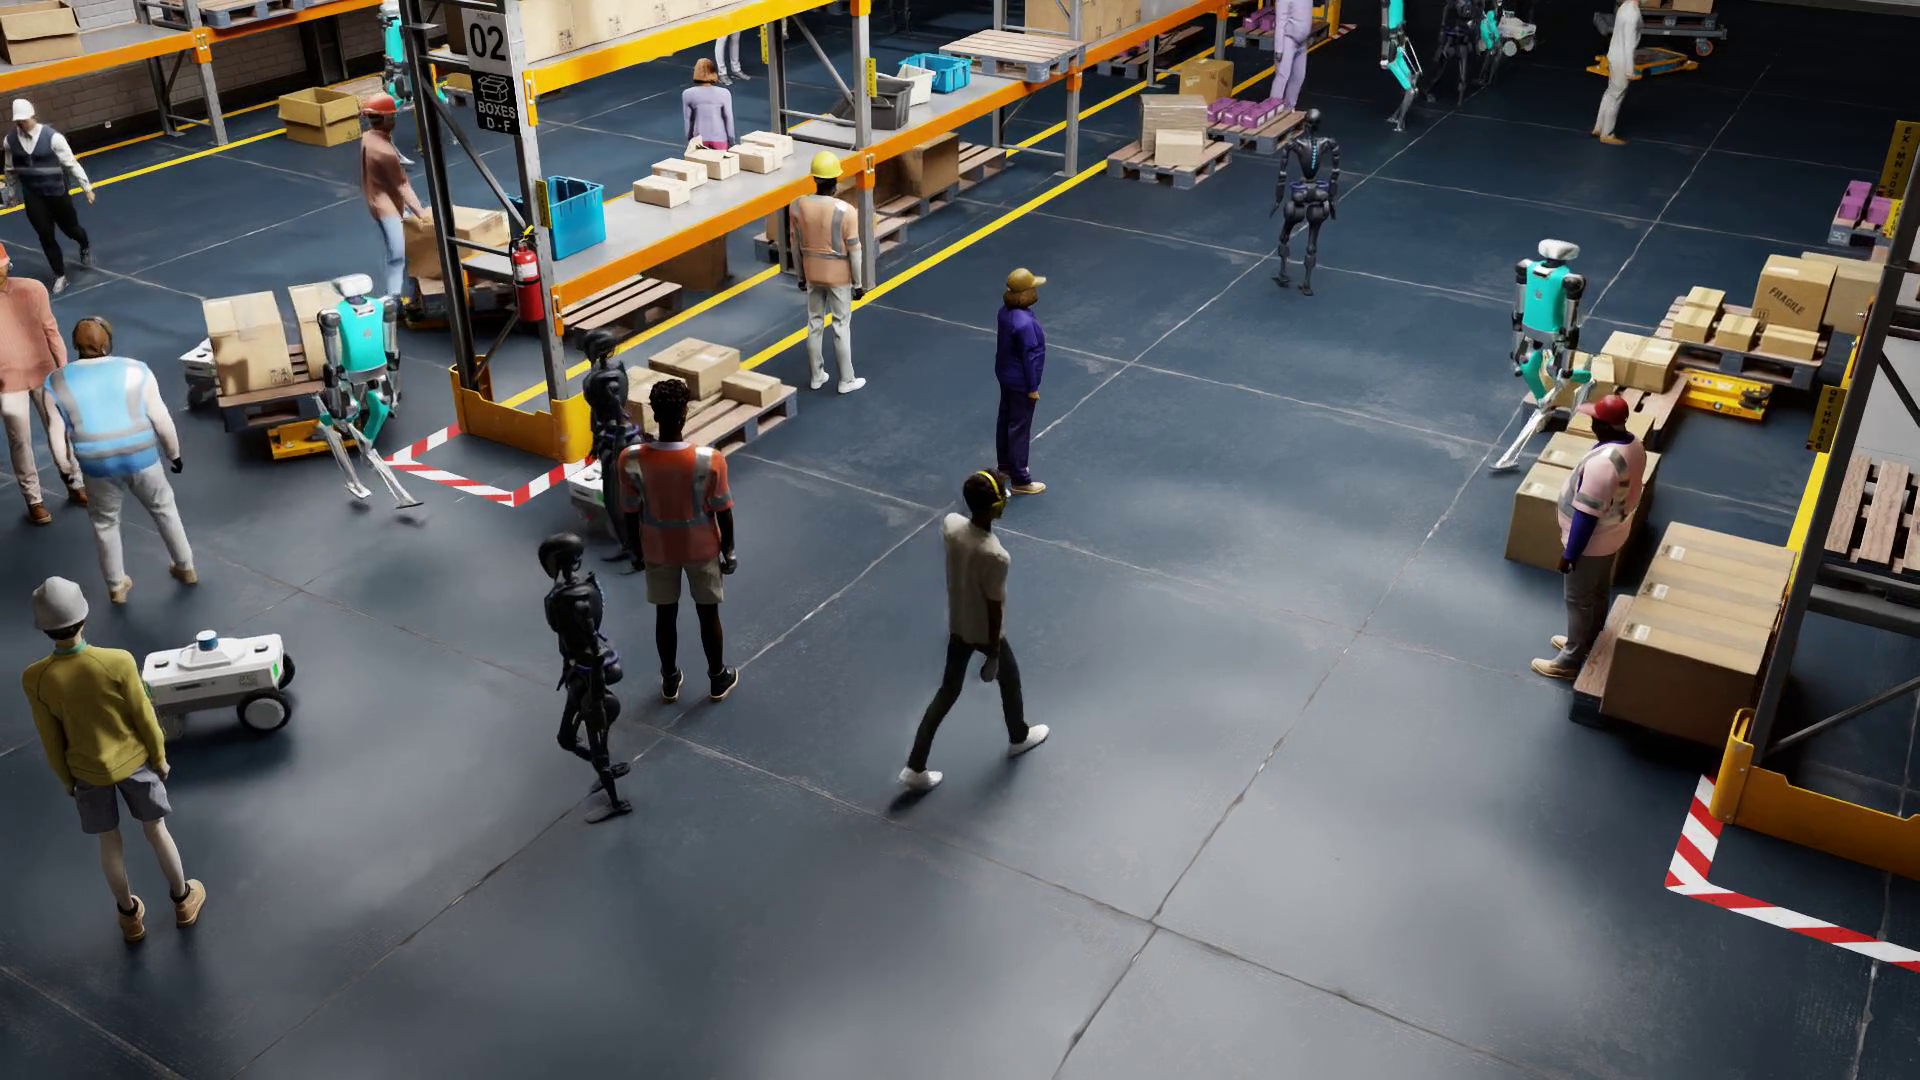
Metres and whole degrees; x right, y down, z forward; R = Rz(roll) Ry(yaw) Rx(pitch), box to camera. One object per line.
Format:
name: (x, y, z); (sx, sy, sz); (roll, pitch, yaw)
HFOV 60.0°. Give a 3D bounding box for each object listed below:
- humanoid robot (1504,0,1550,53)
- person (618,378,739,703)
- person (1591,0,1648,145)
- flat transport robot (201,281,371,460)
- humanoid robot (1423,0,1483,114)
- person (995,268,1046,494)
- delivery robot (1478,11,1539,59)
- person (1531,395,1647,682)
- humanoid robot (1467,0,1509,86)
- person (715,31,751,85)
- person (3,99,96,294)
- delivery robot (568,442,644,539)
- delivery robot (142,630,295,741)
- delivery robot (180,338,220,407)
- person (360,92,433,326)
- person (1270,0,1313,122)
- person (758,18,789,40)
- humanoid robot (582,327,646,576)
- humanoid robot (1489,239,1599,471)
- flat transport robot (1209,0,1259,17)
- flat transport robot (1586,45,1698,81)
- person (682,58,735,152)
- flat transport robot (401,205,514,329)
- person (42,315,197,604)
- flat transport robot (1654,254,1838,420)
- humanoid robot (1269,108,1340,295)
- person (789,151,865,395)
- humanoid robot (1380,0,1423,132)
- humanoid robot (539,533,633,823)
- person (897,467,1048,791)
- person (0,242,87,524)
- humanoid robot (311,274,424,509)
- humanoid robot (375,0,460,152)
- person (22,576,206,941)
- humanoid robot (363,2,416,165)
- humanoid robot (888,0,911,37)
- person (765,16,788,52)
humanoid robot: (7.887, -7.635, 23.045); (0.610, 1.632, 0.688); (6, 30, 11)
person: (-1.532, 0.027, 9.170); (0.612, 1.964, 0.361); (1, 29, 1)
person: (7.592, -5.486, 19.004); (0.376, 1.894, 0.576); (5, 30, 8)
flat transport robot: (-5.007, -1.027, 12.759); (0.659, 0.231, 1.431); (-13, 32, -22)
humanoid robot: (6.064, -6.104, 20.370); (0.598, 1.631, 0.782); (-8, 30, -13)
person: (0.422, -1.105, 11.516); (0.327, 1.624, 0.450); (-10, 31, -17)
delivery robot: (7.612, -6.999, 23.044); (0.499, 0.607, 0.790); (-21, 36, -33)
person: (3.590, -0.018, 9.480); (0.418, 1.747, 0.599); (21, 36, 33)
humanoid robot: (6.791, -6.667, 21.285); (0.548, 1.816, 0.713); (-11, 31, -18)
person: (-2.983, -6.898, 21.440); (0.420, 1.949, 0.489); (23, 37, 35)
person: (-8.249, -3.171, 15.071); (0.769, 1.728, 0.758); (-6, 30, -10)
delivery robot: (-2.296, -0.385, 11.347); (0.499, 0.609, 0.780); (18, 34, 29)
delivery robot: (-4.116, 0.780, 9.280); (0.794, 0.603, 0.499); (-9, 31, -15)
delivery robot: (-5.789, -1.417, 13.159); (0.499, 0.595, 0.791); (8, 30, 13)
person: (-4.762, -2.808, 14.165); (0.637, 1.968, 0.644); (-12, 32, -21)
person: (3.937, -5.852, 19.644); (0.401, 1.895, 0.656); (25, 38, 37)
person: (-2.673, -7.978, 23.572); (0.650, 1.731, 0.382); (6, 30, 11)
humanoid robot: (-2.202, -0.569, 10.509); (0.331, 1.648, 0.586); (-15, 33, -24)
humanoid robot: (4.271, -1.326, 11.844); (1.042, 1.771, 0.548); (-18, 34, -29)
flat transport robot: (4.342, -8.292, 25.610); (0.659, 0.231, 1.431); (21, 36, 32)
flat transport robot: (9.107, -6.350, 22.174); (1.431, 0.231, 0.659); (-17, 34, -27)
person: (-2.491, -3.973, 16.589); (0.498, 1.629, 0.288); (2, 30, 4)
flat transport robot: (-4.193, -2.145, 14.736); (1.431, 0.231, 0.659); (-11, 31, -18)
person: (-5.164, -0.486, 10.221); (0.688, 1.826, 0.440); (-13, 32, -22)
flat transport robot: (6.212, -1.358, 13.344); (0.659, 0.231, 1.431); (16, 33, 27)
humanoid robot: (3.090, -3.055, 14.920); (0.599, 1.642, 0.525); (-3, 30, -4)
person: (-1.019, -2.058, 12.899); (0.586, 1.927, 0.365); (11, 31, 19)
humanoid robot: (5.270, -5.705, 19.563); (0.794, 1.796, 0.531); (20, 35, 31)
humanoid robot: (-1.837, 0.700, 8.280); (0.351, 1.646, 0.616); (-15, 33, -25)
person: (0.065, 0.452, 8.563); (0.971, 1.828, 0.515); (-26, 38, -37)
person: (-6.248, -1.082, 11.104); (0.384, 1.992, 0.623); (24, 37, 36)
humanoid robot: (-4.062, -0.993, 11.196); (0.984, 1.733, 0.563); (25, 38, 36)
humanoid robot: (-6.103, -5.289, 18.851); (0.559, 1.811, 0.845); (6, 30, 10)
person: (-3.831, 1.011, 7.508); (0.472, 1.892, 0.385); (-12, 31, -20)
humanoid robot: (-6.250, -4.842, 18.081); (0.764, 1.854, 0.540); (-24, 37, -36)
humanoid robot: (-0.826, -8.073, 23.797); (0.611, 1.646, 0.449); (12, 32, 21)
person: (-2.551, -7.687, 22.878); (0.534, 1.908, 0.639); (15, 33, 24)
